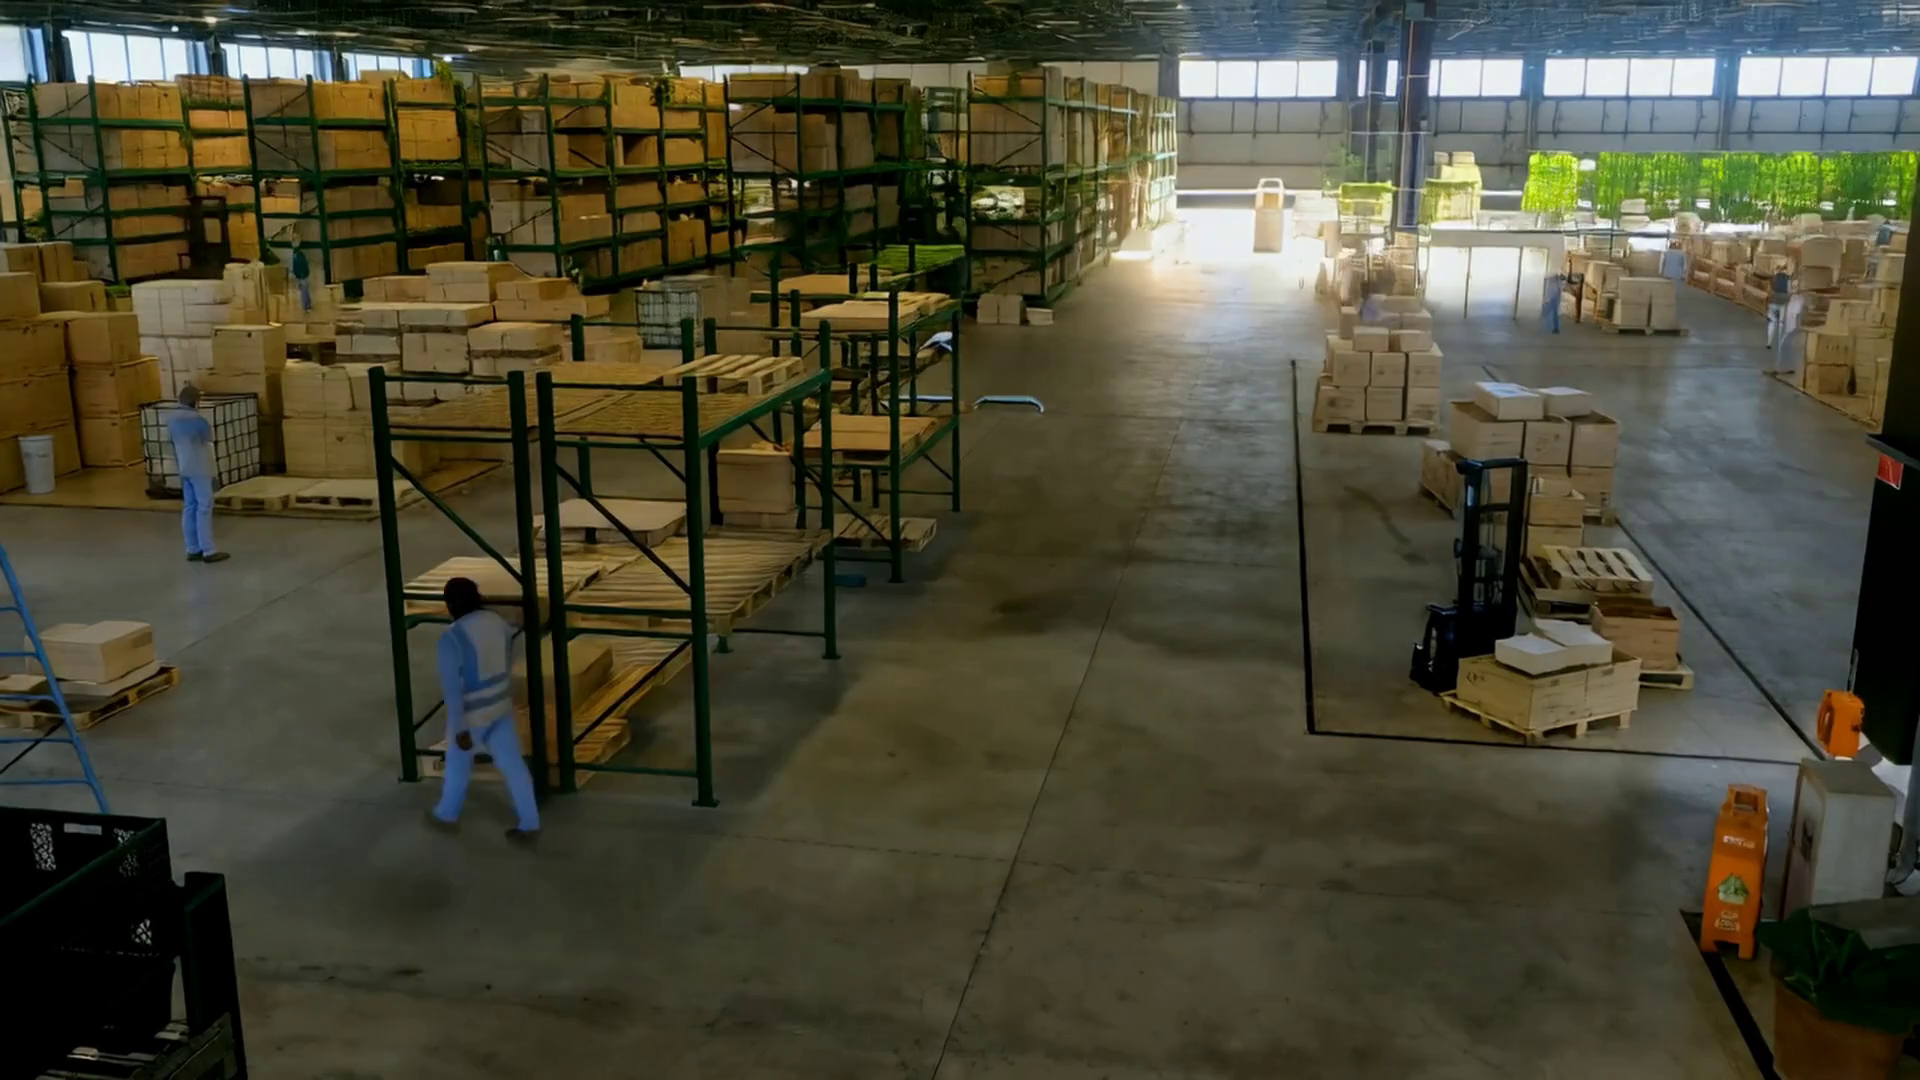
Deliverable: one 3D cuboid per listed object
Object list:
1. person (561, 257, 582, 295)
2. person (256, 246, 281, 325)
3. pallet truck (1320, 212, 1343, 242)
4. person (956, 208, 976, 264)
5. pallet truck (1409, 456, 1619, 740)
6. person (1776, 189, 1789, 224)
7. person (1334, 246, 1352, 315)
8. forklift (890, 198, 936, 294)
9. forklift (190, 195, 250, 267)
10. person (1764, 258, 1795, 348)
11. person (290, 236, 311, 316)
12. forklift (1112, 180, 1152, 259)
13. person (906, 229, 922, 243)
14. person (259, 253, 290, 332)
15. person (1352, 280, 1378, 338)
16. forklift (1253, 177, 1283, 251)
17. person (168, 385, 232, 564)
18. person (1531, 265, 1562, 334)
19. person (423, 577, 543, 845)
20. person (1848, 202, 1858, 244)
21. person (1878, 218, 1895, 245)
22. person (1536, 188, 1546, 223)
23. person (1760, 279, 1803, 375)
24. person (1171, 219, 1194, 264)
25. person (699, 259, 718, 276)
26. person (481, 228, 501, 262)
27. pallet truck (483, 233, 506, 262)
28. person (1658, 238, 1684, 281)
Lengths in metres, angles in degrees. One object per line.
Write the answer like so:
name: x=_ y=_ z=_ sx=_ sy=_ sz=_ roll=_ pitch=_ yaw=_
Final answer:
person: x=-9.399 y=-6.033 z=40.273 sx=0.525 sy=1.631 sz=0.320 roll=0 pitch=14 yaw=1
person: x=-16.461 y=-6.035 z=39.679 sx=0.593 sy=1.922 sz=0.392 roll=-3 pitch=14 yaw=-14
pallet truck: x=15.874 y=-13.227 z=70.310 sx=0.680 sy=1.201 sz=1.601 roll=10 pitch=17 yaw=35
person: x=0.169 y=-10.642 z=58.285 sx=1.067 sy=1.976 sz=0.617 roll=12 pitch=18 yaw=40
pallet truck: x=4.504 y=0.400 z=13.395 sx=0.823 sy=1.965 sz=1.885 roll=-6 pitch=15 yaw=-23
person: x=40.408 y=-16.388 z=81.652 sx=0.629 sy=1.938 sz=1.017 roll=1 pitch=14 yaw=5
person: x=9.726 y=-6.576 z=42.219 sx=0.552 sy=1.746 sz=0.422 roll=-11 pitch=17 yaw=-37
forklift: x=-1.200 y=-7.786 z=44.814 sx=1.129 sy=2.768 sz=1.873 roll=3 pitch=14 yaw=10
forklift: x=-21.054 y=-8.310 z=46.942 sx=1.129 sy=2.768 sz=1.873 roll=3 pitch=14 yaw=10
person: x=17.623 y=-5.083 z=35.784 sx=0.544 sy=1.937 sz=0.358 roll=5 pitch=15 yaw=18
person: x=-16.745 y=-6.697 z=42.217 sx=0.375 sy=1.995 sz=0.610 roll=-8 pitch=16 yaw=-29
forklift: x=6.082 y=-11.722 z=60.796 sx=1.873 sy=2.768 sz=1.129 roll=2 pitch=14 yaw=9
person: x=-1.439 y=-8.751 z=51.232 sx=0.533 sy=1.664 sz=0.783 roll=3 pitch=14 yaw=13
person: x=-15.425 y=-5.501 z=37.501 sx=0.632 sy=1.931 sz=0.369 roll=-11 pitch=17 yaw=-37
person: x=7.590 y=-3.829 z=30.691 sx=0.851 sy=1.944 sz=0.594 roll=0 pitch=14 yaw=-1
forklift: x=12.083 y=-12.747 z=64.956 sx=1.129 sy=2.768 sz=1.873 roll=3 pitch=14 yaw=10
person: x=-8.275 y=-0.712 z=18.032 sx=0.632 sy=1.938 sz=0.359 roll=8 pitch=16 yaw=31
person: x=13.556 y=-5.524 z=38.258 sx=0.759 sy=1.592 sz=0.535 roll=1 pitch=14 yaw=4
person: x=-3.155 y=1.120 z=10.917 sx=0.979 sy=1.784 sz=0.635 roll=8 pitch=16 yaw=29
person: x=36.806 y=-13.123 z=68.831 sx=0.746 sy=1.744 sz=0.527 roll=4 pitch=14 yaw=16
person: x=29.484 y=-9.330 z=53.124 sx=0.511 sy=1.897 sz=0.599 roll=0 pitch=14 yaw=-1
person: x=28.812 y=-16.544 z=82.569 sx=0.657 sy=1.810 sz=0.415 roll=-6 pitch=15 yaw=-24
person: x=15.801 y=-4.065 z=31.869 sx=0.885 sy=1.830 sz=0.527 roll=3 pitch=14 yaw=11
person: x=7.837 y=-10.498 z=58.476 sx=0.856 sy=1.578 sz=0.510 roll=5 pitch=15 yaw=20
person: x=-5.924 y=-5.714 z=38.884 sx=0.661 sy=1.676 sz=0.548 roll=10 pitch=17 yaw=36
person: x=-14.217 y=-8.641 z=50.430 sx=0.627 sy=1.840 sz=0.429 roll=-10 pitch=17 yaw=-36
pallet truck: x=-11.832 y=-7.026 z=43.548 sx=1.885 sy=1.965 sz=0.823 roll=8 pitch=16 yaw=28
person: x=19.039 y=-7.175 z=44.534 sx=0.594 sy=1.812 sz=0.758 roll=3 pitch=14 yaw=11
